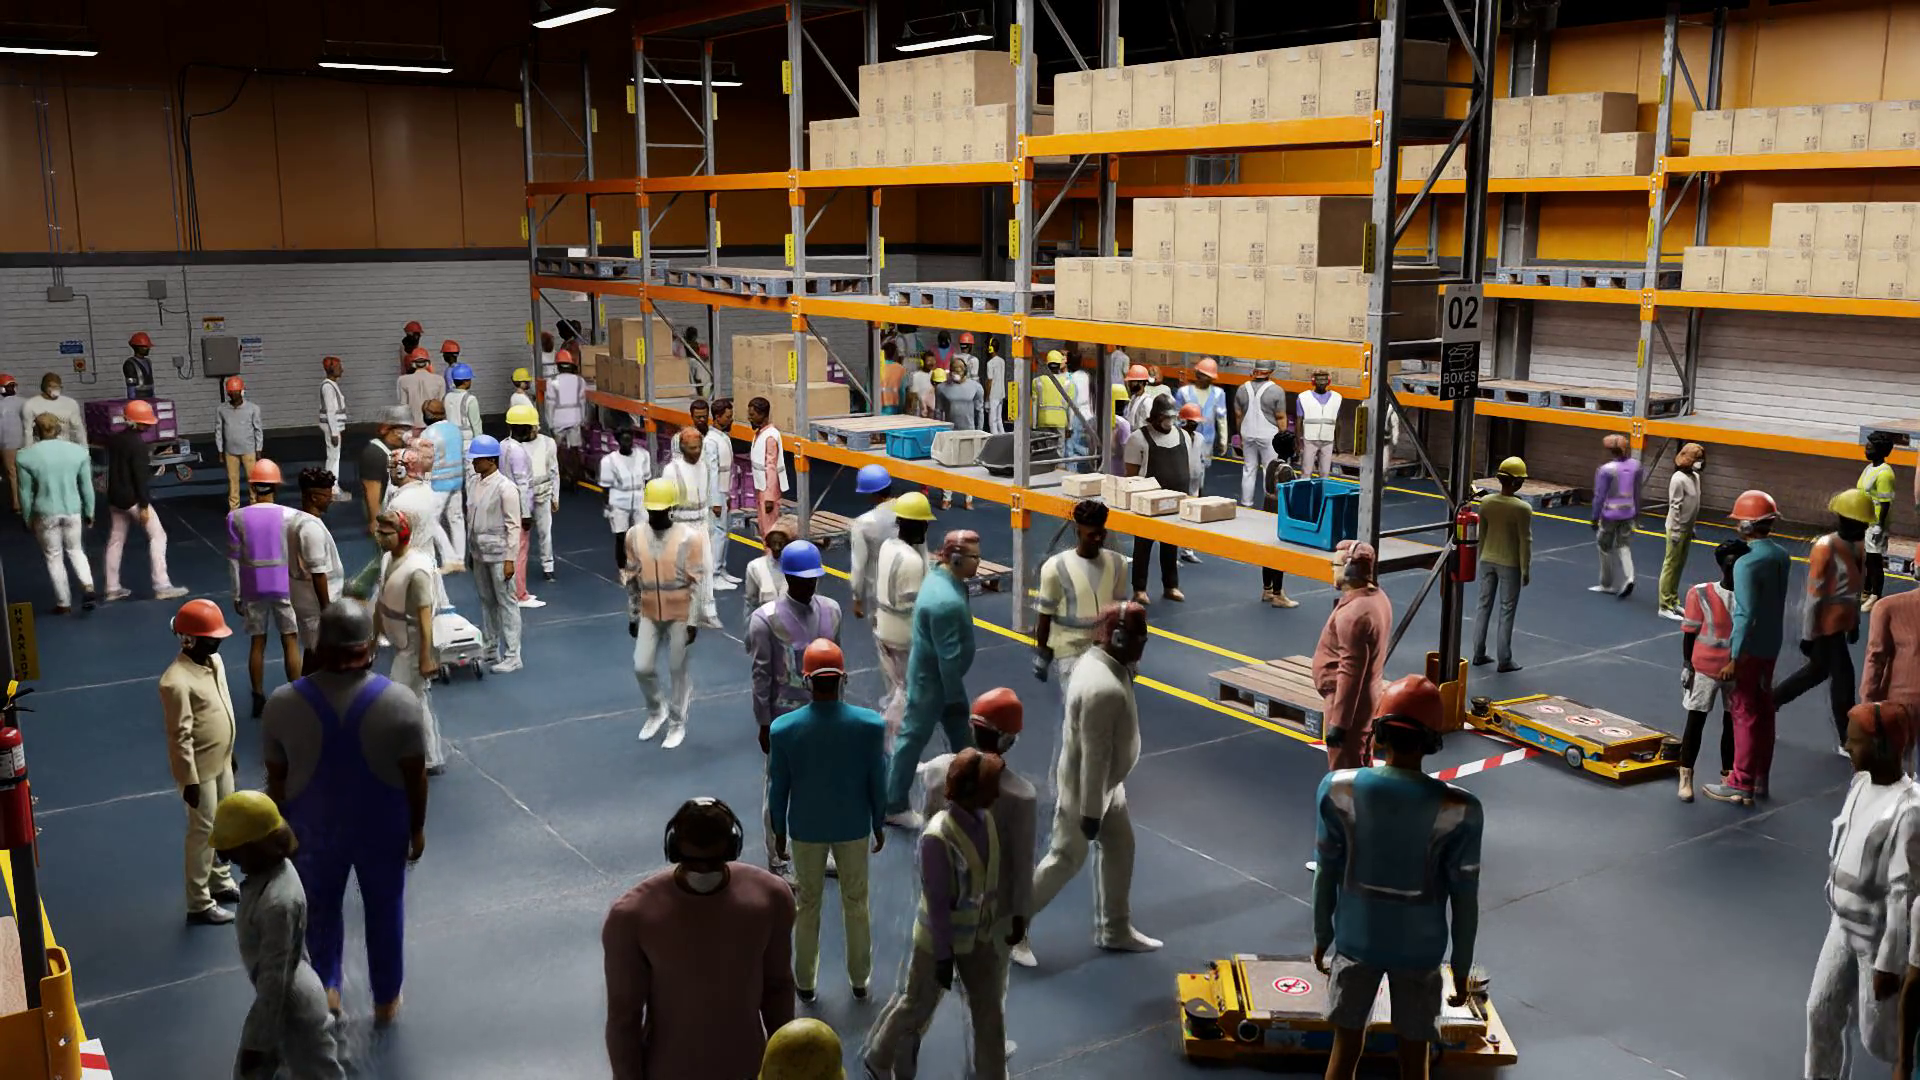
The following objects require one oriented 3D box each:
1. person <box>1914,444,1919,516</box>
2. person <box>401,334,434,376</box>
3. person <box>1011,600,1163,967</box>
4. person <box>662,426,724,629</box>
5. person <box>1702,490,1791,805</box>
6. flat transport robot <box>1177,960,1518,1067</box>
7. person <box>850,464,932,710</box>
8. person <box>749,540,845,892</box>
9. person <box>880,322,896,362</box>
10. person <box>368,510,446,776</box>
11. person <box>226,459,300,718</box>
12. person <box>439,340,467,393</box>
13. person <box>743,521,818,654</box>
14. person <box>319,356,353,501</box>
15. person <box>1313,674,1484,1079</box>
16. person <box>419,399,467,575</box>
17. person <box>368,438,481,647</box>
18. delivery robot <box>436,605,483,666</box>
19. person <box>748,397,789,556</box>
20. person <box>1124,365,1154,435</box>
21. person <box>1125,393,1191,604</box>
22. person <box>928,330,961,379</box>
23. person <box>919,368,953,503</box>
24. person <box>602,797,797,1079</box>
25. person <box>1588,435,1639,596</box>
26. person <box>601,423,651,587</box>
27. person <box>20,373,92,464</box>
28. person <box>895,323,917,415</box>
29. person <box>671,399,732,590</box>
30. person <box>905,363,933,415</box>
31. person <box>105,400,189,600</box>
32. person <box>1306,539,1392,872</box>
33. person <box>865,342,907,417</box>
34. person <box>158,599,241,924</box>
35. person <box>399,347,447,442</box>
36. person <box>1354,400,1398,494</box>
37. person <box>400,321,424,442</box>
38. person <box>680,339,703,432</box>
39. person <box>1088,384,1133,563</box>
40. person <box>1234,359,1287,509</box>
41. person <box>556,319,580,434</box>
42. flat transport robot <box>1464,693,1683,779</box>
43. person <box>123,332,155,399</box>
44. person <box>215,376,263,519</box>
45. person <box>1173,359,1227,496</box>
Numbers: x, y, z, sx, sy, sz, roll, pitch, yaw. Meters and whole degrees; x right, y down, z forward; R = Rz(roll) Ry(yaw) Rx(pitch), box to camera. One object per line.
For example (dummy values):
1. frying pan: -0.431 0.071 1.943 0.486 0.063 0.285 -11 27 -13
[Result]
1. person: 9.634 -0.383 16.157 0.642 1.910 0.401 10 15 42
2. person: -8.031 -2.053 24.568 0.603 1.959 0.376 6 12 27
3. person: 0.571 1.197 8.241 0.829 1.859 0.660 2 11 11
4. person: -2.528 -0.137 15.106 0.919 1.844 0.632 9 14 40
5. person: 4.990 0.673 10.531 0.616 1.990 0.393 -10 15 -41
6. flat transport robot: 1.724 2.119 7.549 1.431 0.197 0.652 1 11 4
7. person: -0.500 0.380 12.271 0.647 1.907 0.510 -6 13 -28
8. person: -0.882 0.955 9.205 0.601 1.948 0.386 -10 15 -42
9. person: -1.377 -3.088 30.212 0.403 1.825 0.591 -8 14 -36
10. person: -3.652 0.704 10.796 0.571 1.829 0.594 -7 13 -32
11. person: -5.101 0.360 12.316 0.546 1.926 0.391 -3 11 -14
12. person: -7.235 -1.888 23.777 0.358 1.936 0.552 0 11 2
13. person: -1.237 0.662 11.509 0.543 1.621 0.393 1 11 6
14. person: -8.153 -1.447 21.668 0.348 1.882 0.575 -3 12 -17
15. person: 1.623 1.498 6.234 0.605 2.031 0.420 4 12 22
16. person: -5.342 -0.542 17.187 0.472 1.833 0.653 4 12 21
17. person: -4.699 0.036 14.233 1.041 1.835 0.648 0 11 0
18. delivery robot: -4.128 0.773 13.459 0.477 0.478 0.707 -7 13 -32
19. person: -1.931 -0.485 16.686 0.401 1.908 0.597 -4 12 -18
20. person: 2.114 -1.116 19.830 0.358 1.938 0.542 -3 12 -17
21. person: 1.940 -0.401 15.903 0.689 2.000 0.537 -4 12 -21
22. person: -0.255 -2.566 27.542 0.630 1.831 0.447 1 11 5
23. person: -0.282 -1.347 21.487 0.525 1.759 0.359 -5 12 -22
24. person: -0.808 1.722 5.326 0.628 1.931 0.374 -5 12 -25
25. person: 6.393 -0.230 16.151 0.566 1.602 0.530 -5 12 -23
26. person: -3.316 -0.348 16.563 0.552 1.668 0.408 -7 13 -30
27. person: -10.365 -0.966 19.156 0.787 1.900 0.632 7 13 34
28. person: -0.925 -3.099 29.944 0.524 1.946 0.631 7 13 33
29. person: -2.557 -0.439 16.412 0.597 1.916 0.372 -6 13 -28
30. person: -0.546 -1.914 24.772 0.519 1.592 0.814 -3 12 -16
31. person: -7.923 -0.372 16.024 0.715 1.945 0.632 7 13 33
32. person: 2.186 0.938 9.394 0.408 1.906 0.653 5 12 26
33. person: -1.099 -1.907 24.079 0.740 1.875 0.502 -5 12 -24
34. person: -3.937 1.156 8.721 0.354 1.737 0.573 -1 11 -3
35. person: -7.031 -1.536 21.864 0.620 1.986 0.410 -3 11 -14
36. person: 5.340 -1.254 21.357 0.545 1.618 0.553 2 11 11
37. person: -8.929 -2.581 27.215 0.412 1.985 0.612 1 11 3
38. person: -4.064 -2.113 25.165 0.505 1.846 0.347 9 14 38
39. person: 1.631 -0.710 17.785 0.377 1.922 0.594 -8 14 -37
40. person: 3.714 -1.263 20.315 0.677 2.000 0.536 9 14 39
41. person: -6.639 -2.772 28.244 0.379 1.959 0.602 -6 12 -27
42. flat transport robot: 4.272 1.329 11.594 0.652 0.197 1.431 -5 12 -26
43. person: -11.764 -1.974 23.991 0.419 2.034 0.604 0 11 1
44. person: -8.812 -1.122 20.333 0.570 1.750 0.335 -1 11 -6
45. person: 2.920 -1.204 20.189 0.613 1.967 1.043 -1 11 -8
